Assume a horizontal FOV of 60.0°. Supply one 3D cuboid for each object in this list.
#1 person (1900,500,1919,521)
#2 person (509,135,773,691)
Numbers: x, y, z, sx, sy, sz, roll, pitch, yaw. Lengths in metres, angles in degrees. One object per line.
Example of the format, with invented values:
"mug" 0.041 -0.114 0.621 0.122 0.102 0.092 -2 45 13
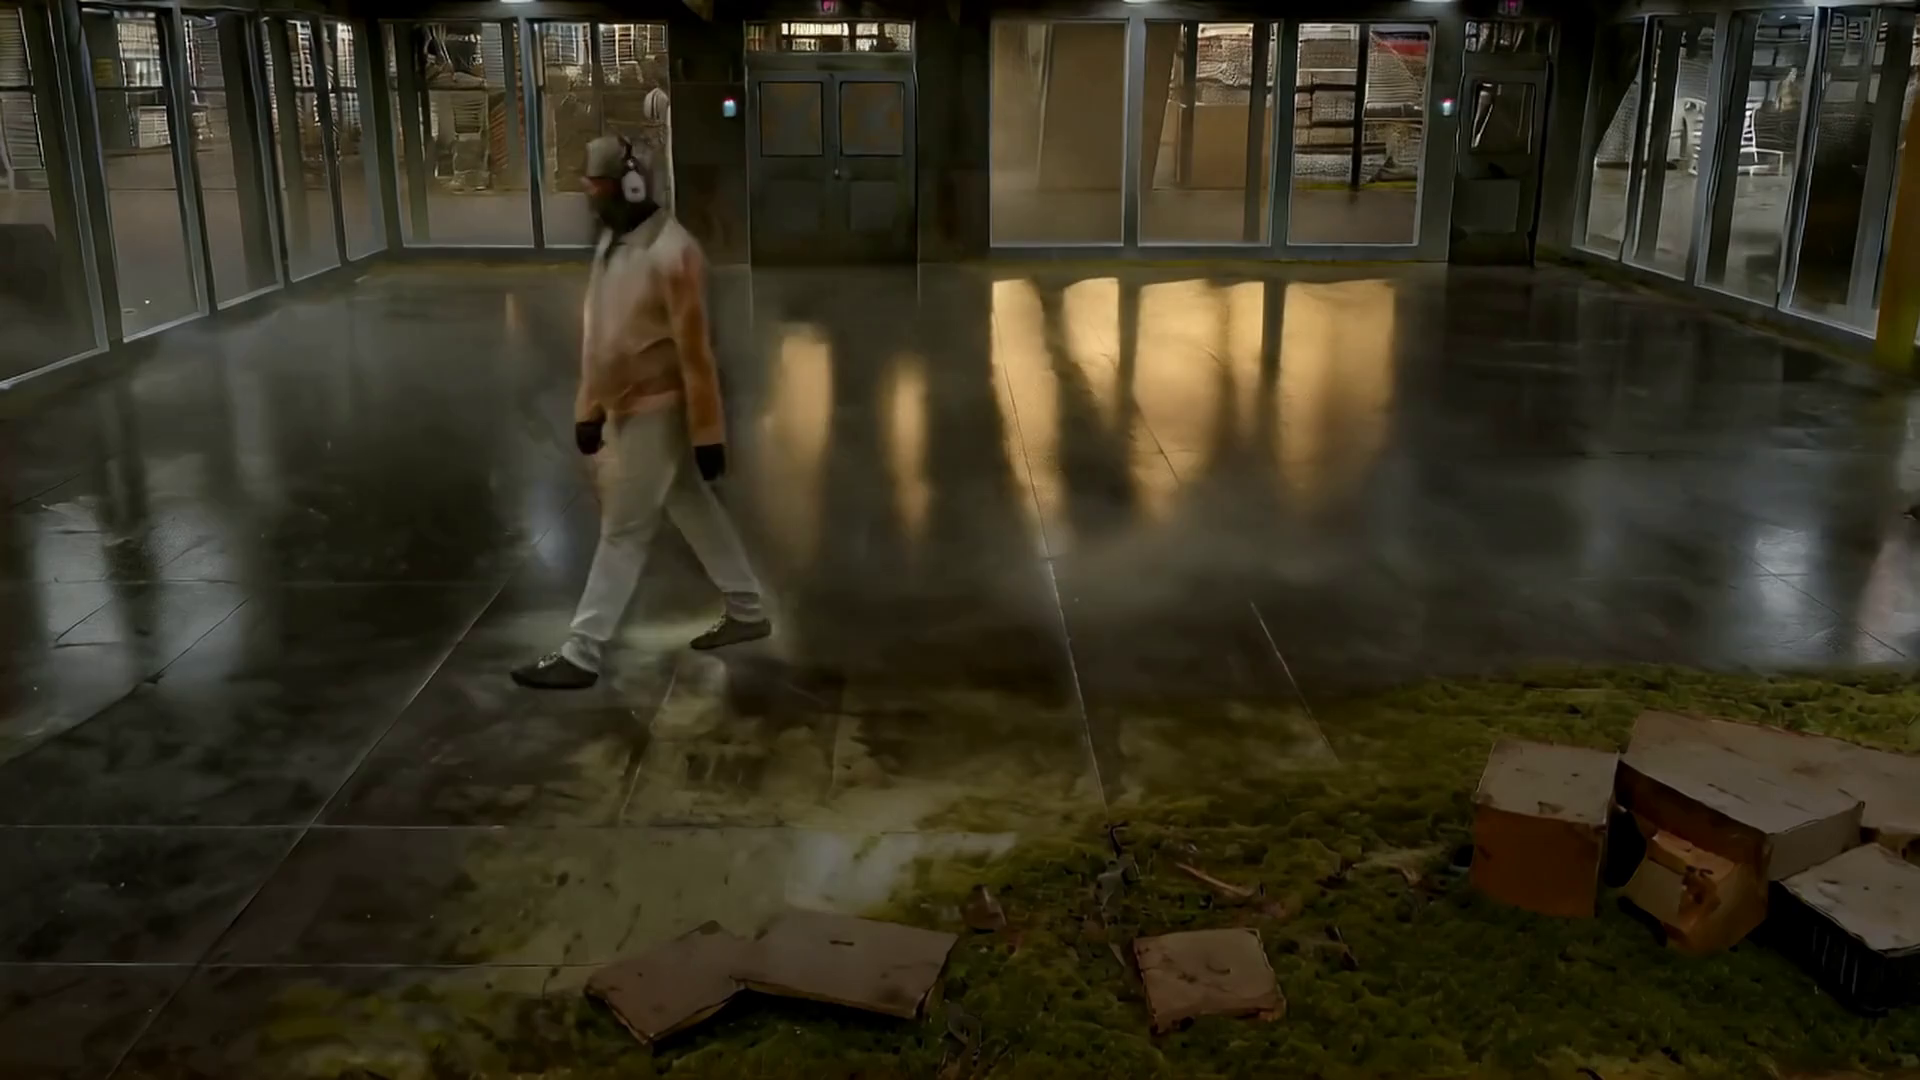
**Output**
"person" 4.621 -0.843 7.468 0.680 1.607 0.519 -8 18 -26
"person" -1.087 -0.436 5.695 1.013 1.851 0.664 -9 19 -27
